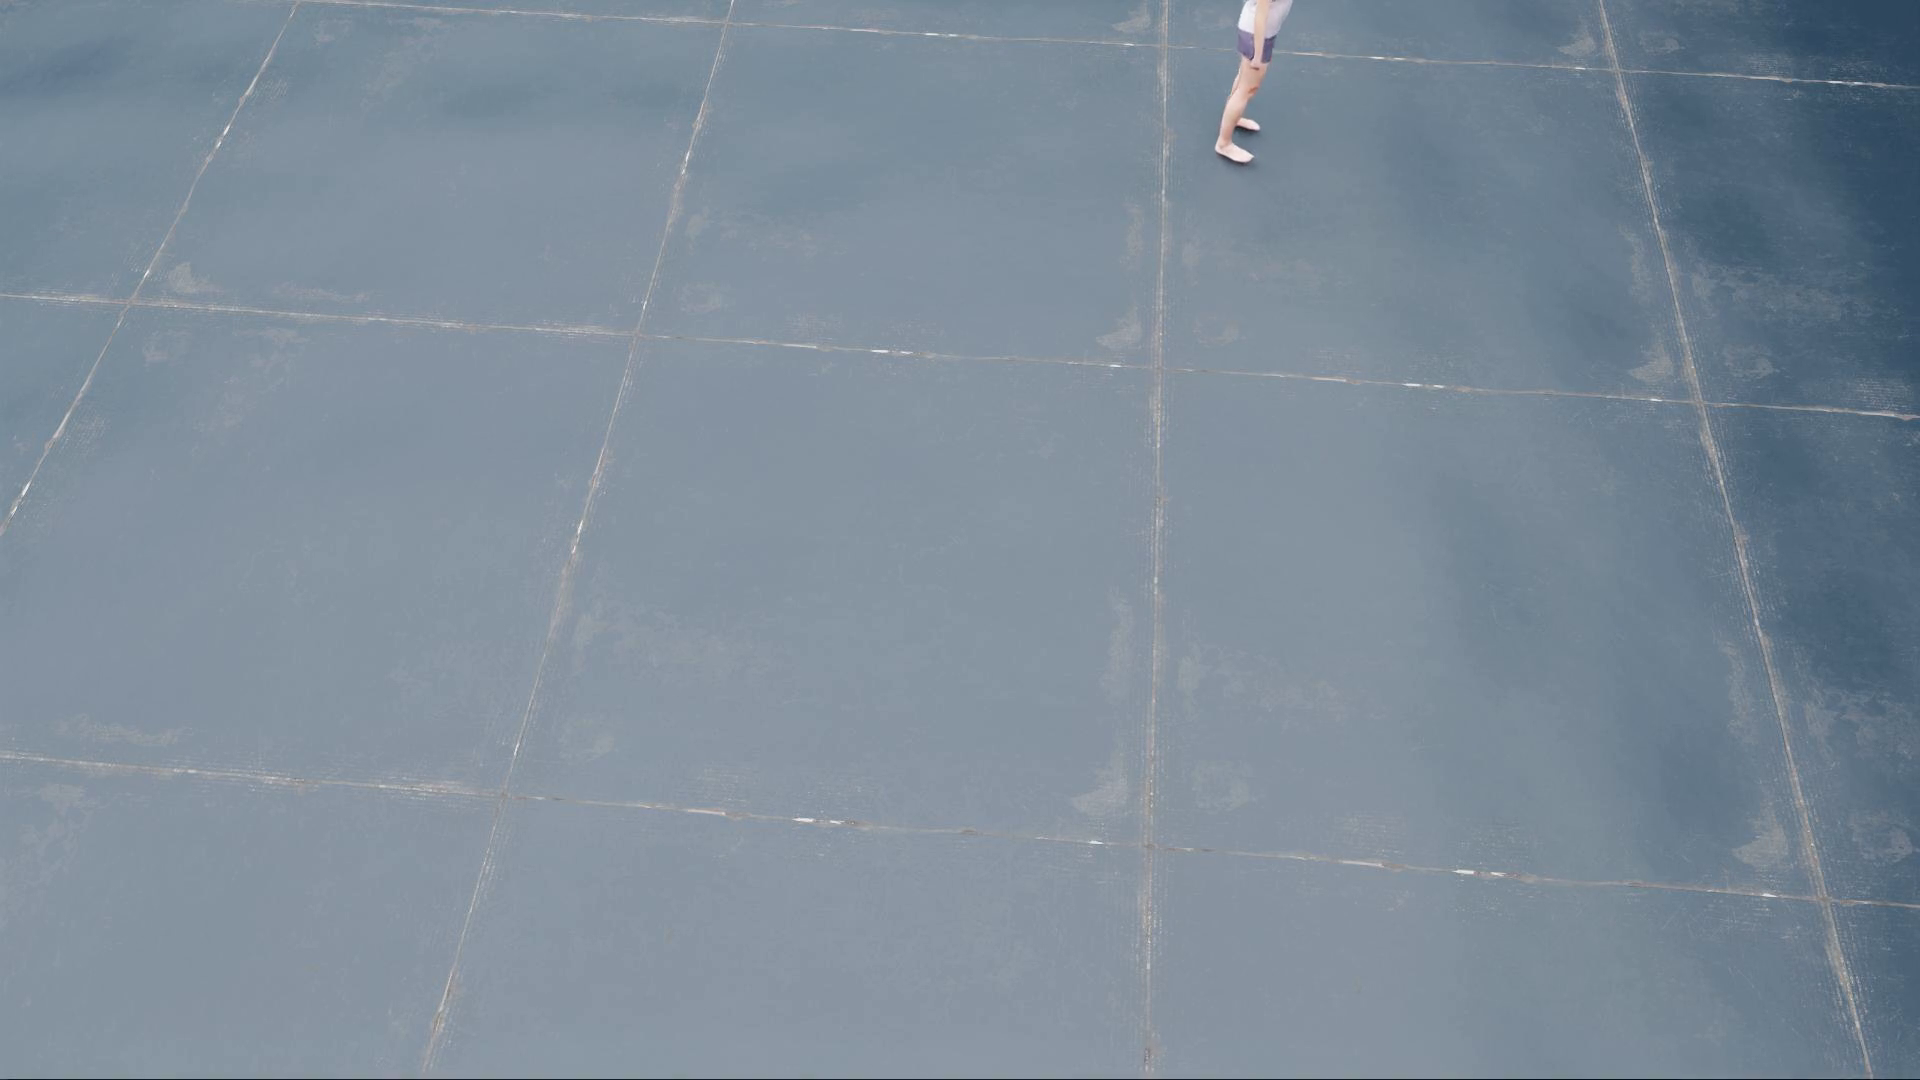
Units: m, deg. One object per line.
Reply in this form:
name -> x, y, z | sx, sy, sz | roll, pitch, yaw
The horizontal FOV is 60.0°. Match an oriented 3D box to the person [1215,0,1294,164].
person -> 1.780, -3.054, 9.890 | 0.630, 1.752, 0.651 | 14, 53, 10
